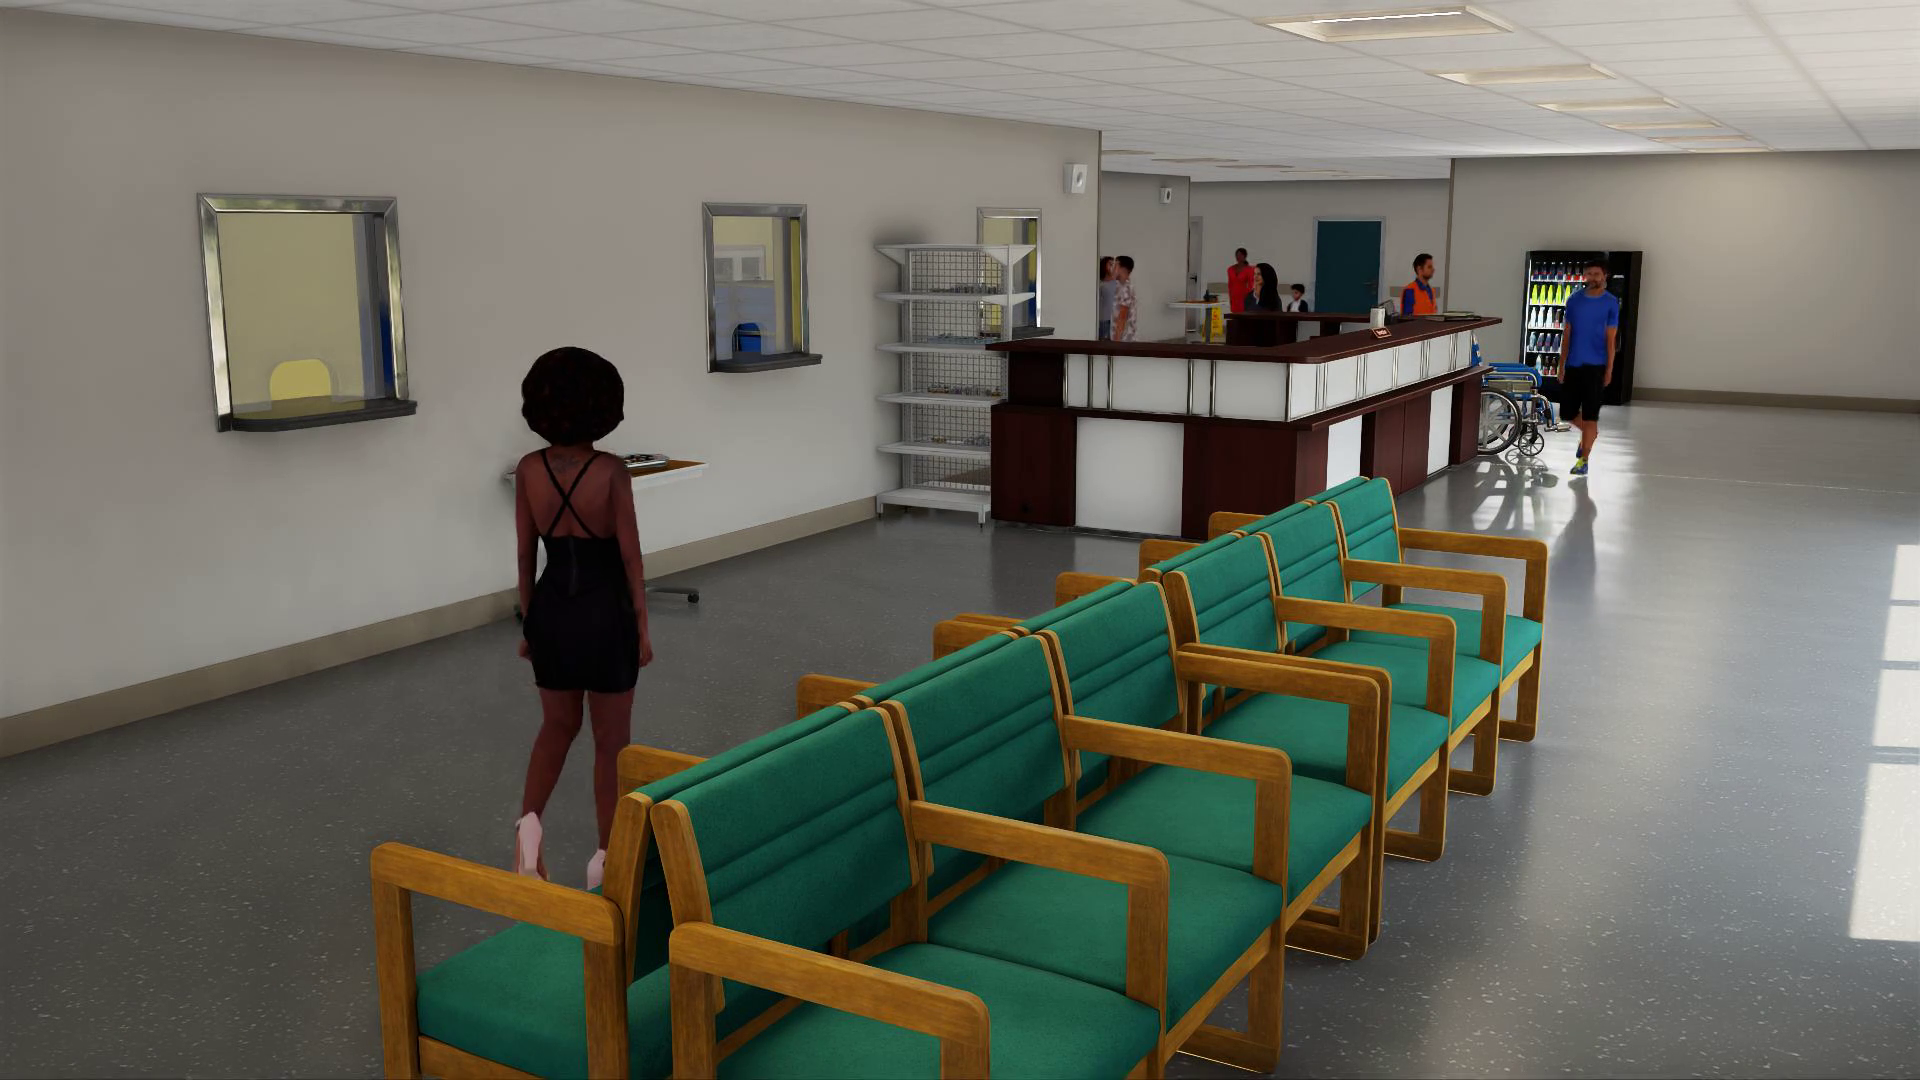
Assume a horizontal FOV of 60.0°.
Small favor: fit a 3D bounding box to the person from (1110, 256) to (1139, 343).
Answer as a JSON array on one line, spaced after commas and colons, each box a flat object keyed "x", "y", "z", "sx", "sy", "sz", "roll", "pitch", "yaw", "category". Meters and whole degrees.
[{"x": 1.894, "y": -2.204, "z": 18.302, "sx": 1.194, "sy": 1.801, "sz": 0.951, "roll": 1, "pitch": 11, "yaw": 6, "category": "person"}]

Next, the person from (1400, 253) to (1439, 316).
[{"x": 4.654, "y": -2.009, "z": 17.237, "sx": 1.228, "sy": 1.816, "sz": 0.854, "roll": 9, "pitch": 14, "yaw": 40, "category": "person"}]

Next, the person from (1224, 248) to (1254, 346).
[{"x": 4.660, "y": -3.873, "z": 27.286, "sx": 1.092, "sy": 1.730, "sz": 0.690, "roll": 6, "pitch": 12, "yaw": 27, "category": "person"}]

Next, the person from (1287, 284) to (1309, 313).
[{"x": 5.434, "y": -3.491, "z": 26.661, "sx": 0.620, "sy": 1.212, "sz": 0.631, "roll": 9, "pitch": 14, "yaw": 40, "category": "person"}]

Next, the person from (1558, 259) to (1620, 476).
[{"x": 5.481, "y": -1.503, "z": 14.469, "sx": 0.946, "sy": 1.853, "sz": 0.778, "roll": 9, "pitch": 14, "yaw": 39, "category": "person"}]

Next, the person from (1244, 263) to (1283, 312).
[{"x": 3.108, "y": -1.973, "z": 17.173, "sx": 0.516, "sy": 1.768, "sz": 0.715, "roll": 9, "pitch": 14, "yaw": 40, "category": "person"}]

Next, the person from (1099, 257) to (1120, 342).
[{"x": 1.914, "y": -2.918, "z": 22.271, "sx": 0.791, "sy": 1.725, "sz": 0.881, "roll": -6, "pitch": 12, "yaw": -30, "category": "person"}]

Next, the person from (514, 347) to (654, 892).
[{"x": -1.177, "y": 0.321, "z": 5.061, "sx": 0.809, "sy": 1.777, "sz": 0.763, "roll": 2, "pitch": 11, "yaw": 11, "category": "person"}]
